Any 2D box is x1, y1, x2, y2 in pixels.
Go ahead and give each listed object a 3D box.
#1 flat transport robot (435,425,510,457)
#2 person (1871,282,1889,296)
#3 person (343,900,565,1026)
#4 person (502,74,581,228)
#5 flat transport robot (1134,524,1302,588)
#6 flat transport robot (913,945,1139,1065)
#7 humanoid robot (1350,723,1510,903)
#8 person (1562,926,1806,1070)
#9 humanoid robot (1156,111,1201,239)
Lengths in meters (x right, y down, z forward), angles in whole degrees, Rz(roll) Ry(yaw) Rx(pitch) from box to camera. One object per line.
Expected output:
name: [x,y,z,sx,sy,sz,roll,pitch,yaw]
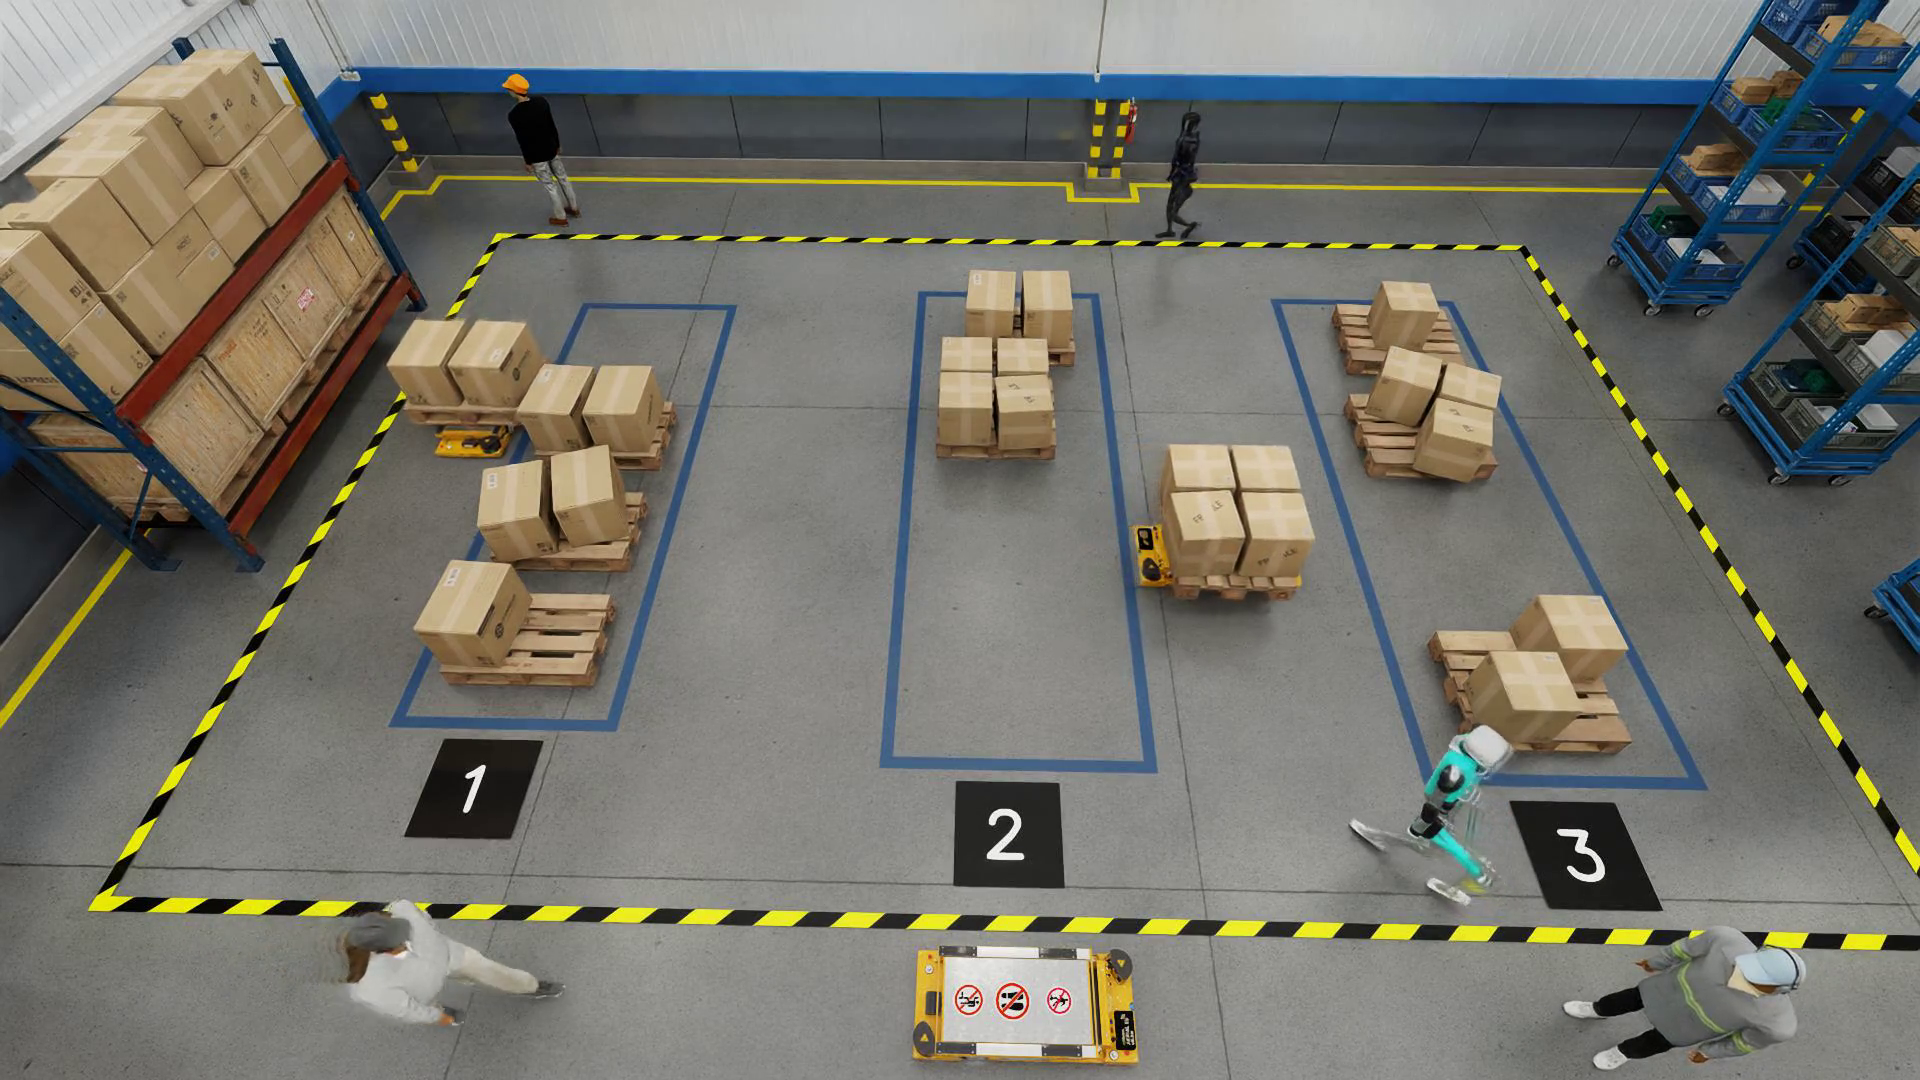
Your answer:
flat transport robot: [-4.952,-1.446,9.647,0.652,0.197,1.431,1,51,1]
person: [10.302,-3.004,9.858,0.627,1.938,0.373,3,51,3]
person: [-3.090,2.585,5.439,0.922,1.722,0.571,5,51,4]
person: [-5.177,-4.806,11.362,0.353,1.884,0.590,22,54,17]
flat transport robot: [2.350,0.117,8.372,1.431,0.197,0.652,1,51,1]
flat transport robot: [0.422,3.041,6.007,1.431,0.231,0.659,1,51,1]
humanoid robot: [3.332,1.902,6.030,1.034,1.783,0.537,36,59,26]
person: [4.165,2.681,5.279,0.401,1.851,0.590,-6,51,-5]
humanoid robot: [2.764,-4.422,11.180,0.454,1.637,0.609,-7,51,-6]
